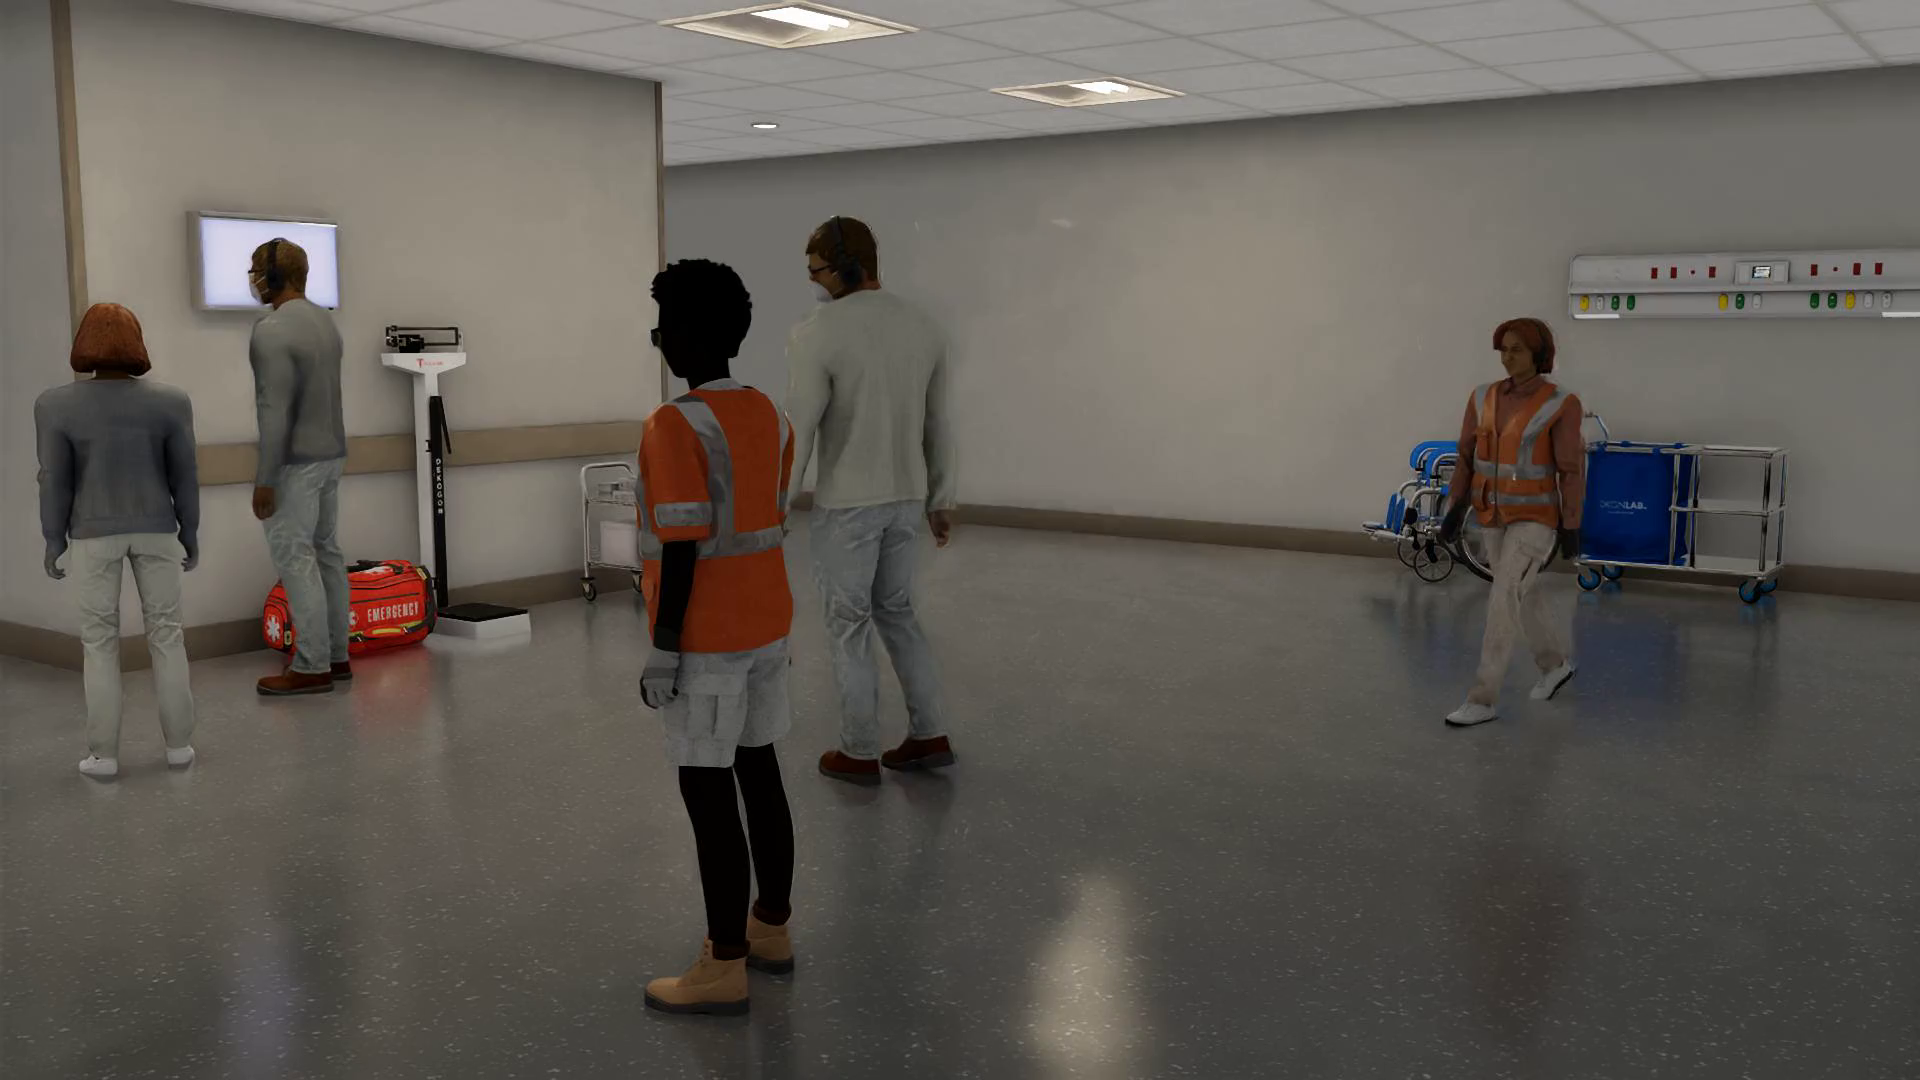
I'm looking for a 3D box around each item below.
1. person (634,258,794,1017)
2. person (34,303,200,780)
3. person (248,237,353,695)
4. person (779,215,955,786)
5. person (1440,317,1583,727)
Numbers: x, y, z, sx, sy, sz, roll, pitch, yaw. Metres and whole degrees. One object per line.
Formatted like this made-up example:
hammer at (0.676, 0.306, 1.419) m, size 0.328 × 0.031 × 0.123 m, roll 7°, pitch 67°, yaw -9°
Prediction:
person at (-0.556, 0.215, 3.783) m, size 0.317 × 1.697 × 0.540 m, roll 3°, pitch 8°, yaw 20°
person at (-2.885, 0.005, 5.734) m, size 0.504 × 1.633 × 0.279 m, roll -5°, pitch 9°, yaw -35°
person at (-2.817, -0.315, 7.099) m, size 0.362 × 1.933 × 0.637 m, roll 0°, pitch 7°, yaw 2°
person at (-0.348, -0.113, 5.575) m, size 0.484 × 1.913 × 0.670 m, roll 7°, pitch 10°, yaw 44°
person at (2.256, -0.091, 6.656) m, size 0.876 × 1.596 × 0.506 m, roll -4°, pitch 8°, yaw -31°
